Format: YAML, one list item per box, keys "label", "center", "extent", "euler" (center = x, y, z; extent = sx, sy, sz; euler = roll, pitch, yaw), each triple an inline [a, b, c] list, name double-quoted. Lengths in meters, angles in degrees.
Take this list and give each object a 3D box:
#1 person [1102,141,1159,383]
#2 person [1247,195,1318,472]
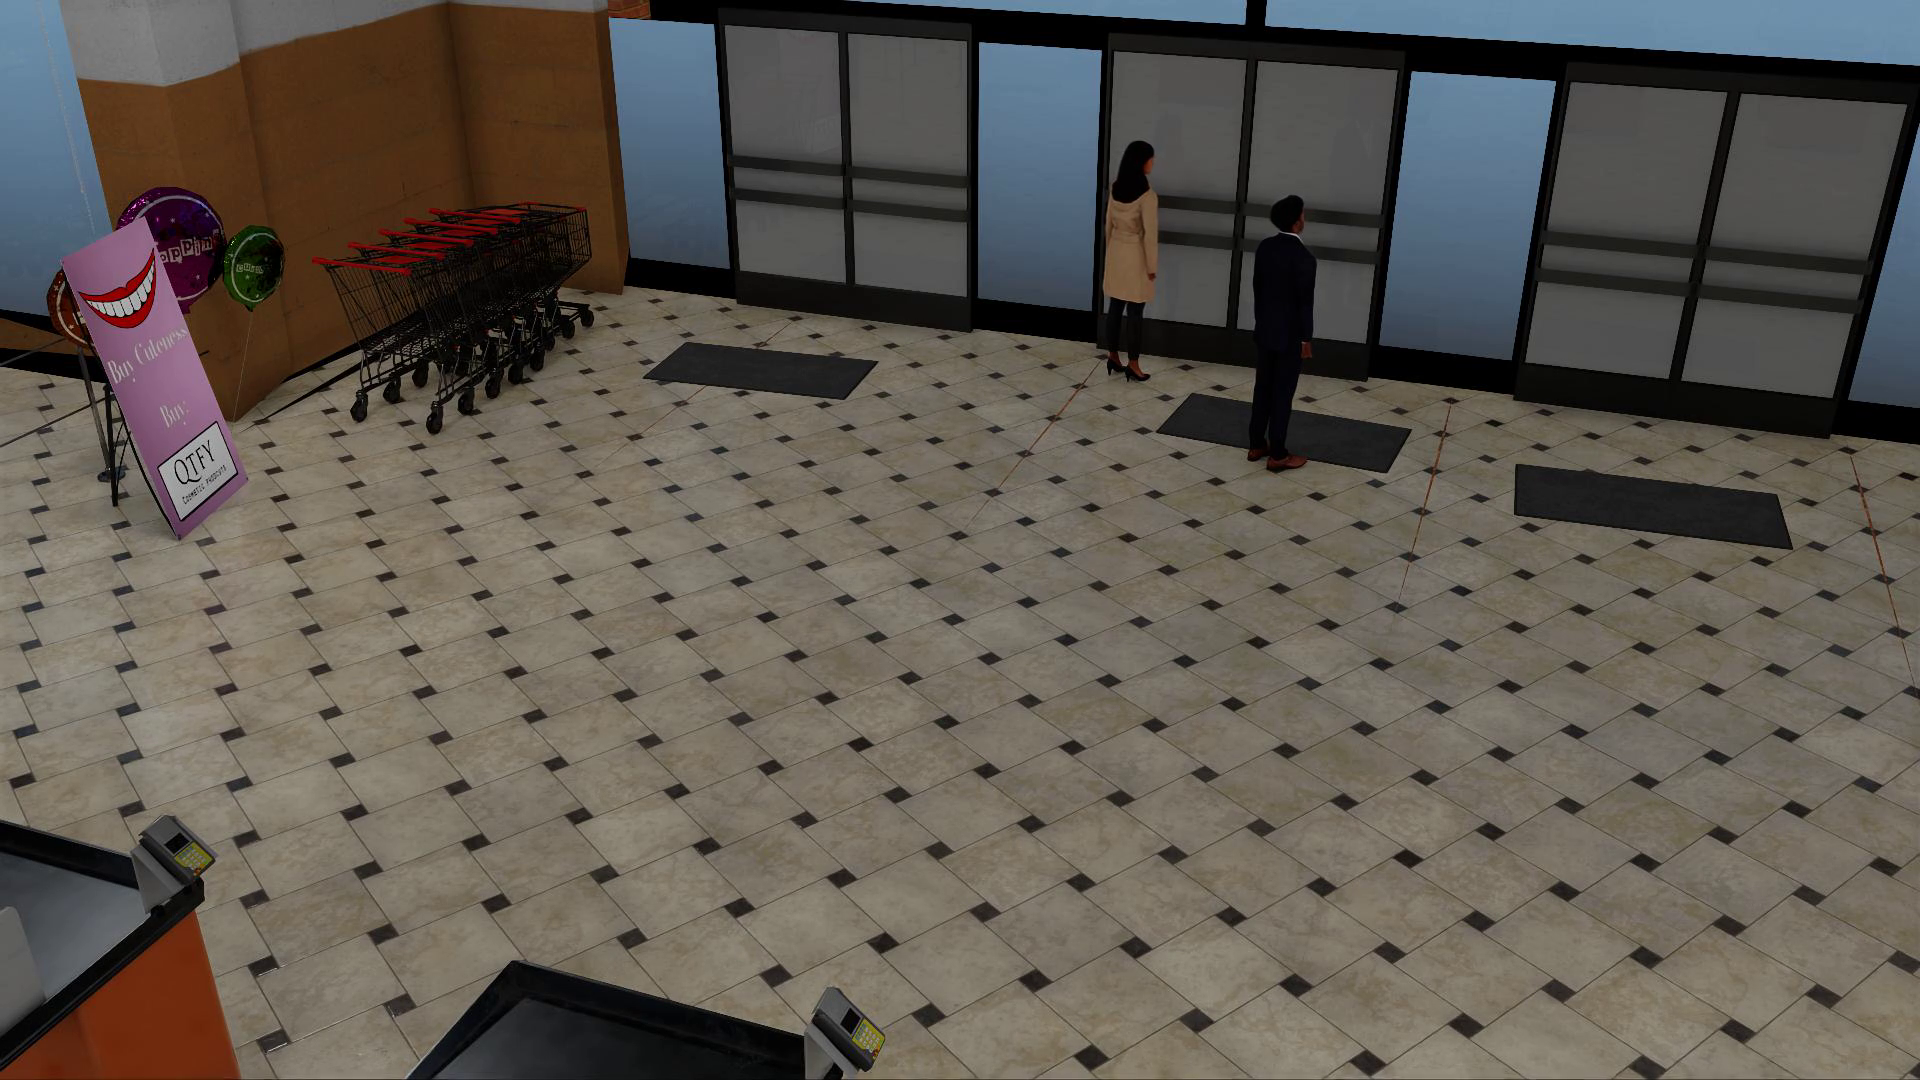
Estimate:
- label: "person"
  center: [1.186, -1.934, 11.592]
  extent: [0.724, 1.679, 0.713]
  euler: [-19, 32, -32]
- label: "person"
  center: [1.969, -1.273, 10.234]
  extent: [0.736, 1.729, 0.708]
  euler: [-16, 31, -29]
